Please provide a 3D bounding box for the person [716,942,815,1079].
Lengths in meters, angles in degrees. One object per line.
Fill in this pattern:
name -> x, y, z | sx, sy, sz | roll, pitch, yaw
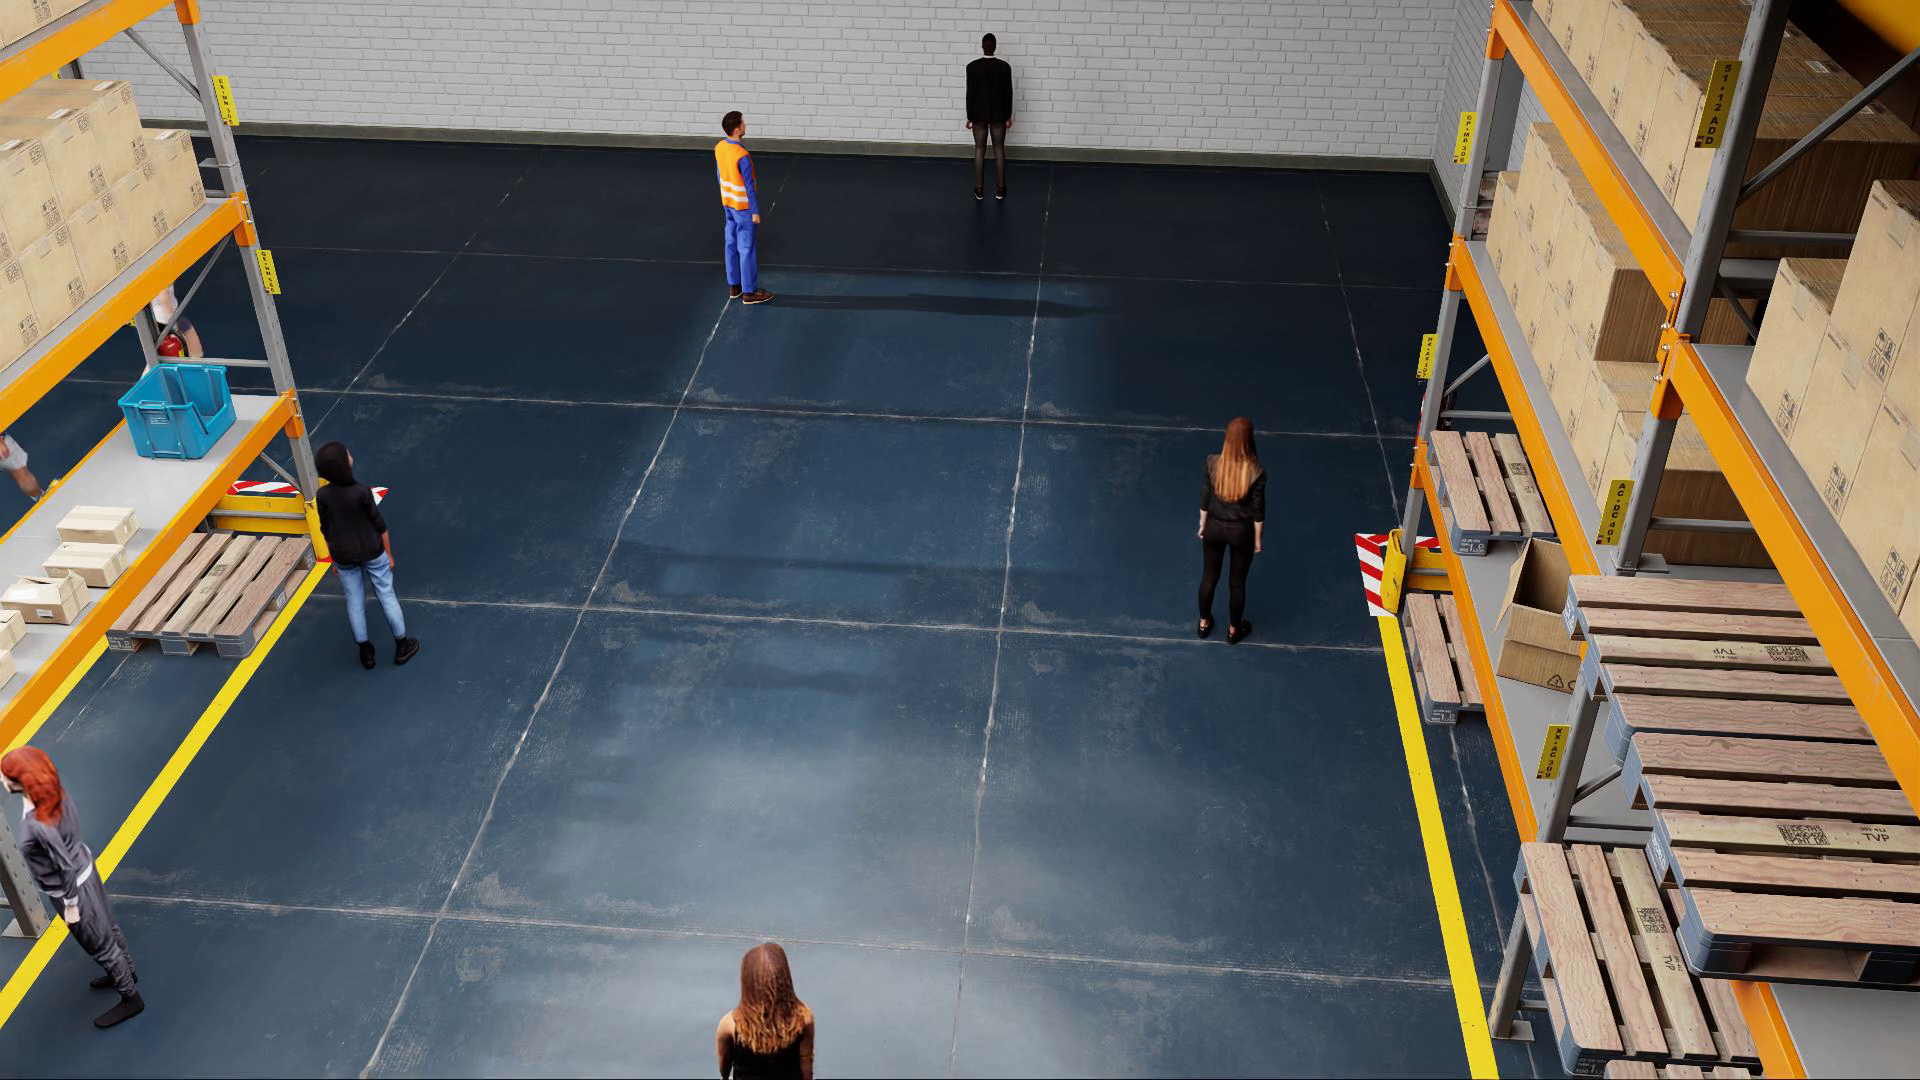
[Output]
person -> -0.840, 2.529, 7.380 | 0.879, 1.682, 1.172 | -10, 35, -15

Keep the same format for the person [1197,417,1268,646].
person -> 1.819, -0.058, 11.245 | 0.670, 1.713, 0.638 | 14, 36, 21

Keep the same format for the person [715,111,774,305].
person -> -2.089, -3.160, 15.775 | 0.840, 1.864, 0.783 | -26, 41, -33

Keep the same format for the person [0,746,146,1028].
person -> -4.518, 1.749, 8.466 | 0.715, 1.779, 0.600 | -16, 37, -22

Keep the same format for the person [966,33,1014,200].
person -> 0.318, -4.570, 17.955 | 0.669, 1.799, 0.571 | 0, 34, 1

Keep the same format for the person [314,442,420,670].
person -> -3.966, 0.112, 10.999 | 0.618, 1.701, 0.602 | -4, 34, -6
